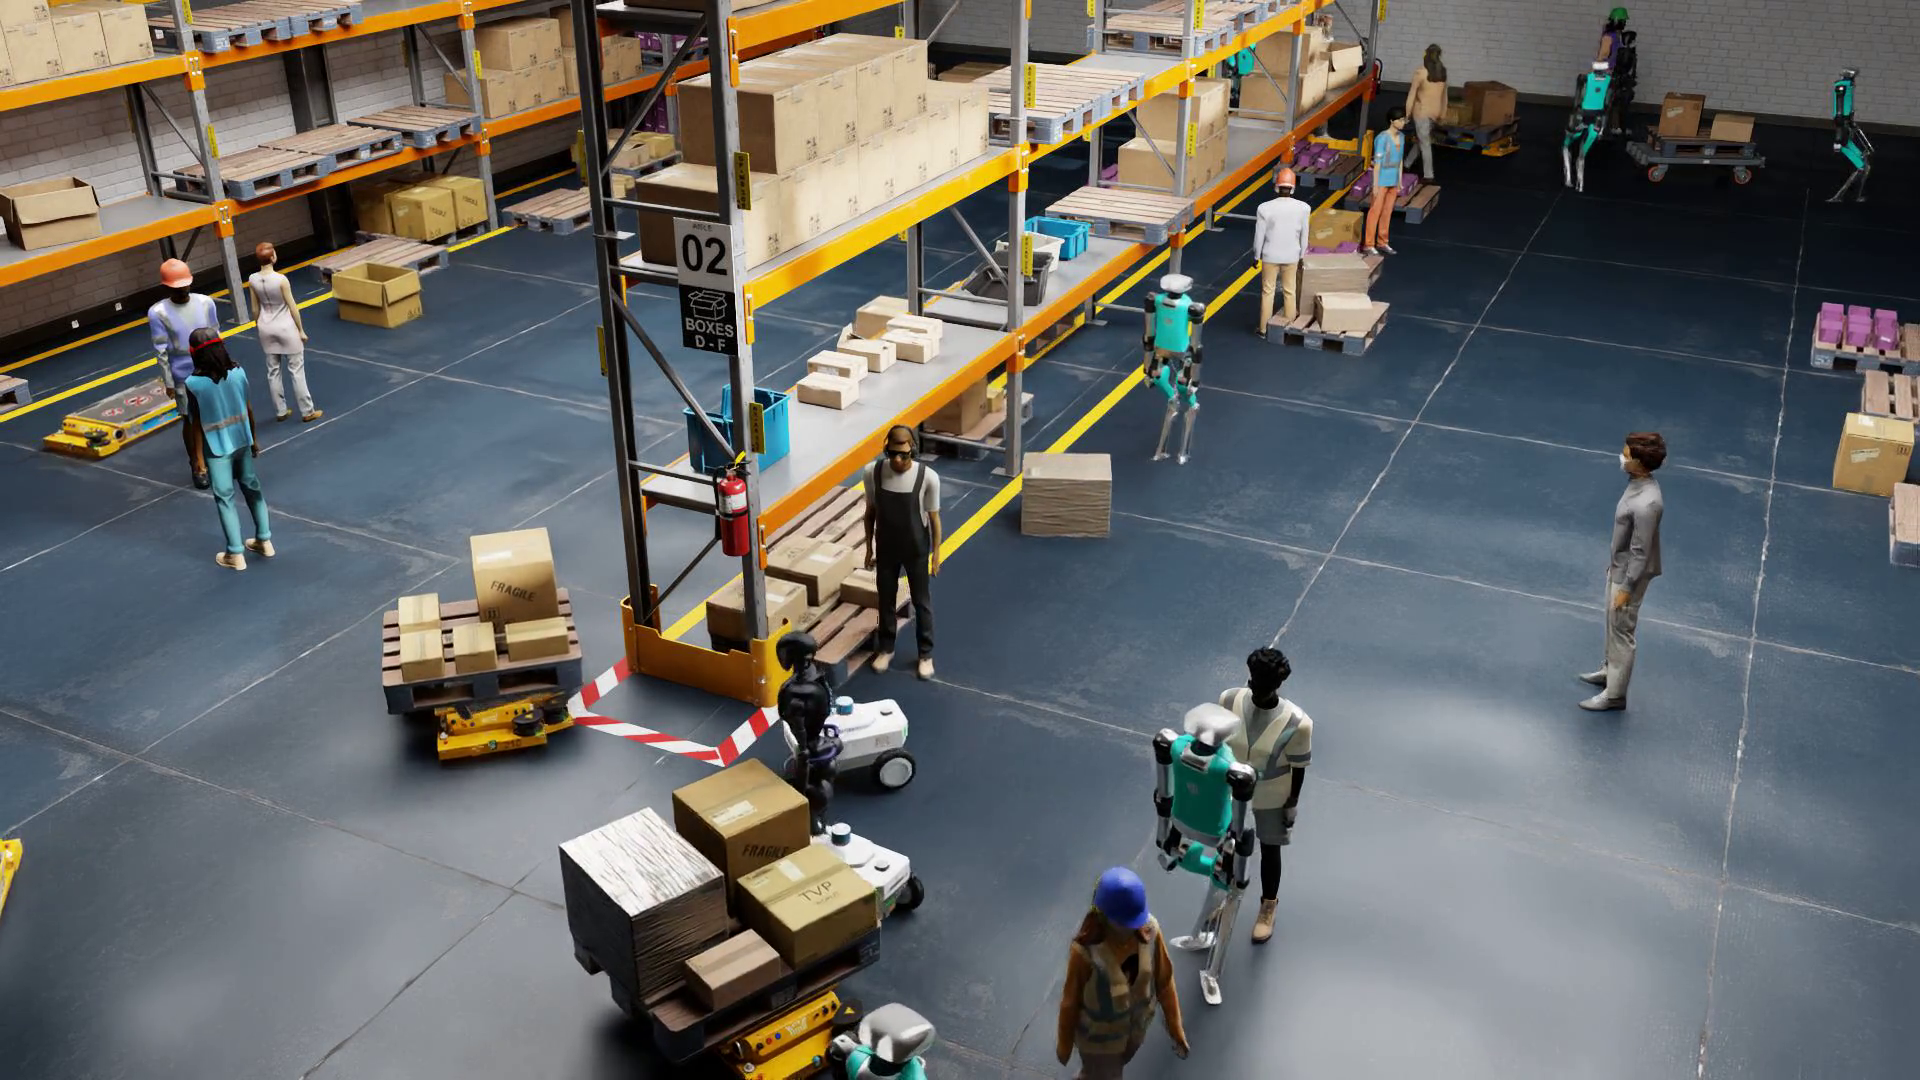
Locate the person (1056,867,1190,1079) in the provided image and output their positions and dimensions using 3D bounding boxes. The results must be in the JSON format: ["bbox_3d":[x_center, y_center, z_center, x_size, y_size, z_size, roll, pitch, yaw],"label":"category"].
[{"bbox_3d":[0.691,2.087,6.906,0.464,1.724,0.920,-17,31,-31],"label":"person"}]

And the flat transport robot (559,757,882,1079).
[{"bbox_3d":[-1.127,2.202,8.331,0.659,0.231,1.431,-20,33,-35],"label":"flat transport robot"}]

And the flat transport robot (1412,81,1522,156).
[{"bbox_3d":[7.562,-5.966,24.829,1.431,0.231,0.659,21,33,36],"label":"flat transport robot"}]

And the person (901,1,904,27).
[{"bbox_3d":[-0.884,-9.480,30.168,0.365,1.832,0.504,3,27,7],"label":"person"}]

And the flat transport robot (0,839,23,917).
[{"bbox_3d":[-5.397,2.027,8.684,0.659,0.231,1.431,-8,27,-16],"label":"flat transport robot"}]

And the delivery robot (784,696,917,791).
[{"bbox_3d":[-0.665,1.224,10.005,0.817,0.614,0.499,-10,28,-19],"label":"delivery robot"}]

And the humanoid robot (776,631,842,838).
[{"bbox_3d":[-0.784,1.203,8.779,0.407,1.645,0.601,1,26,2],"label":"humanoid robot"}]

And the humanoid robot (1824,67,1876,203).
[{"bbox_3d":[11.739,-5.230,21.690,0.873,1.773,0.598,19,32,33],"label":"humanoid robot"}]

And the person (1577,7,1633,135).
[{"bbox_3d":[9.971,-7.225,25.556,0.992,1.884,0.534,16,30,29],"label":"person"}]

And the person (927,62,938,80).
[{"bbox_3d":[-0.402,-5.381,21.912,0.681,1.800,0.698,7,27,13],"label":"person"}]

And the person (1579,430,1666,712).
[{"bbox_3d":[4.245,0.211,10.523,0.376,1.896,0.606,7,27,14],"label":"person"}]

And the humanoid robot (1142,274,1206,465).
[{"bbox_3d":[1.863,-1.428,14.029,0.547,1.796,0.758,15,30,28],"label":"humanoid robot"}]

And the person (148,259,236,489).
[{"bbox_3d":[-6.276,-1.377,13.681,0.371,1.934,0.550,23,35,39],"label":"person"}]

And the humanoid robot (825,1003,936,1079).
[{"bbox_3d":[-0.079,2.382,6.370,0.530,1.813,0.821,18,32,32],"label":"humanoid robot"}]

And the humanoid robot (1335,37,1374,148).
[{"bbox_3d":[5.871,-6.597,24.564,0.689,1.619,0.611,14,29,25],"label":"humanoid robot"}]

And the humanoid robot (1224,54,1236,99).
[{"bbox_3d":[3.868,-6.791,24.861,0.781,1.781,0.541,-2,26,-4],"label":"humanoid robot"}]

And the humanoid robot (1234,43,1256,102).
[{"bbox_3d":[4.426,-6.661,24.612,0.976,1.768,0.530,-22,34,-37],"label":"humanoid robot"}]

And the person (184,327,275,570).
[{"bbox_3d":[-5.446,-0.675,12.356,0.391,1.861,0.512,15,30,28],"label":"person"}]

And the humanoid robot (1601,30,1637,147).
[{"bbox_3d":[9.887,-6.755,24.826,0.322,1.649,0.588,-5,27,-10],"label":"humanoid robot"}]

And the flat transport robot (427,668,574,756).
[{"bbox_3d":[-3.105,0.929,10.901,0.659,0.231,1.431,-16,30,-29],"label":"flat transport robot"}]

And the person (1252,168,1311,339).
[{"bbox_3d":[3.266,-2.924,17.010,0.563,1.752,0.336,0,26,0],"label":"person"}]

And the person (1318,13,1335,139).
[{"bbox_3d":[5.348,-6.990,25.084,0.639,1.873,0.794,-23,34,-38],"label":"person"}]

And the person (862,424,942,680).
[{"bbox_3d":[-0.373,0.076,10.874,0.515,1.833,0.367,7,27,13],"label":"person"}]

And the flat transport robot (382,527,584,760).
[{"bbox_3d":[-3.093,0.944,10.871,0.659,0.231,1.431,-8,27,-15],"label":"flat transport robot"}]

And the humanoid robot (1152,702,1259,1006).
[{"bbox_3d":[1.298,1.461,8.165,0.590,1.768,0.878,20,33,35],"label":"humanoid robot"}]

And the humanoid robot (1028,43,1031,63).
[{"bbox_3d":[0.943,-6.955,25.288,0.784,1.615,0.610,13,29,24],"label":"humanoid robot"}]

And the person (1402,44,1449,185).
[{"bbox_3d":[6.384,-5.886,22.921,0.554,1.808,1.032,-12,29,-22],"label":"person"}]

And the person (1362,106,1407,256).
[{"bbox_3d":[5.042,-4.221,19.631,0.495,1.761,0.334,-18,31,-32],"label":"person"}]

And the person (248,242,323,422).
[{"bbox_3d":[-6.114,-1.862,14.967,0.449,1.661,0.285,4,27,7],"label":"person"}]

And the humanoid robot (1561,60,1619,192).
[{"bbox_3d":[8.401,-5.582,22.418,0.552,1.809,0.723,1,26,1],"label":"humanoid robot"}]

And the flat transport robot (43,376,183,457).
[{"bbox_3d":[-7.480,-1.133,15.066,0.659,0.231,1.431,10,28,19],"label":"flat transport robot"}]

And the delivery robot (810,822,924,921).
[{"bbox_3d":[-0.614,1.786,8.851,0.801,0.598,0.499,16,30,28],"label":"delivery robot"}]

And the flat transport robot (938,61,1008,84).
[{"bbox_3d":[0.145,-6.522,25.951,1.431,0.231,0.659,12,29,23],"label":"flat transport robot"}]

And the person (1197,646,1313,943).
[{"bbox_3d":[1.514,1.294,8.552,0.531,1.698,0.319,15,30,28],"label":"person"}]
